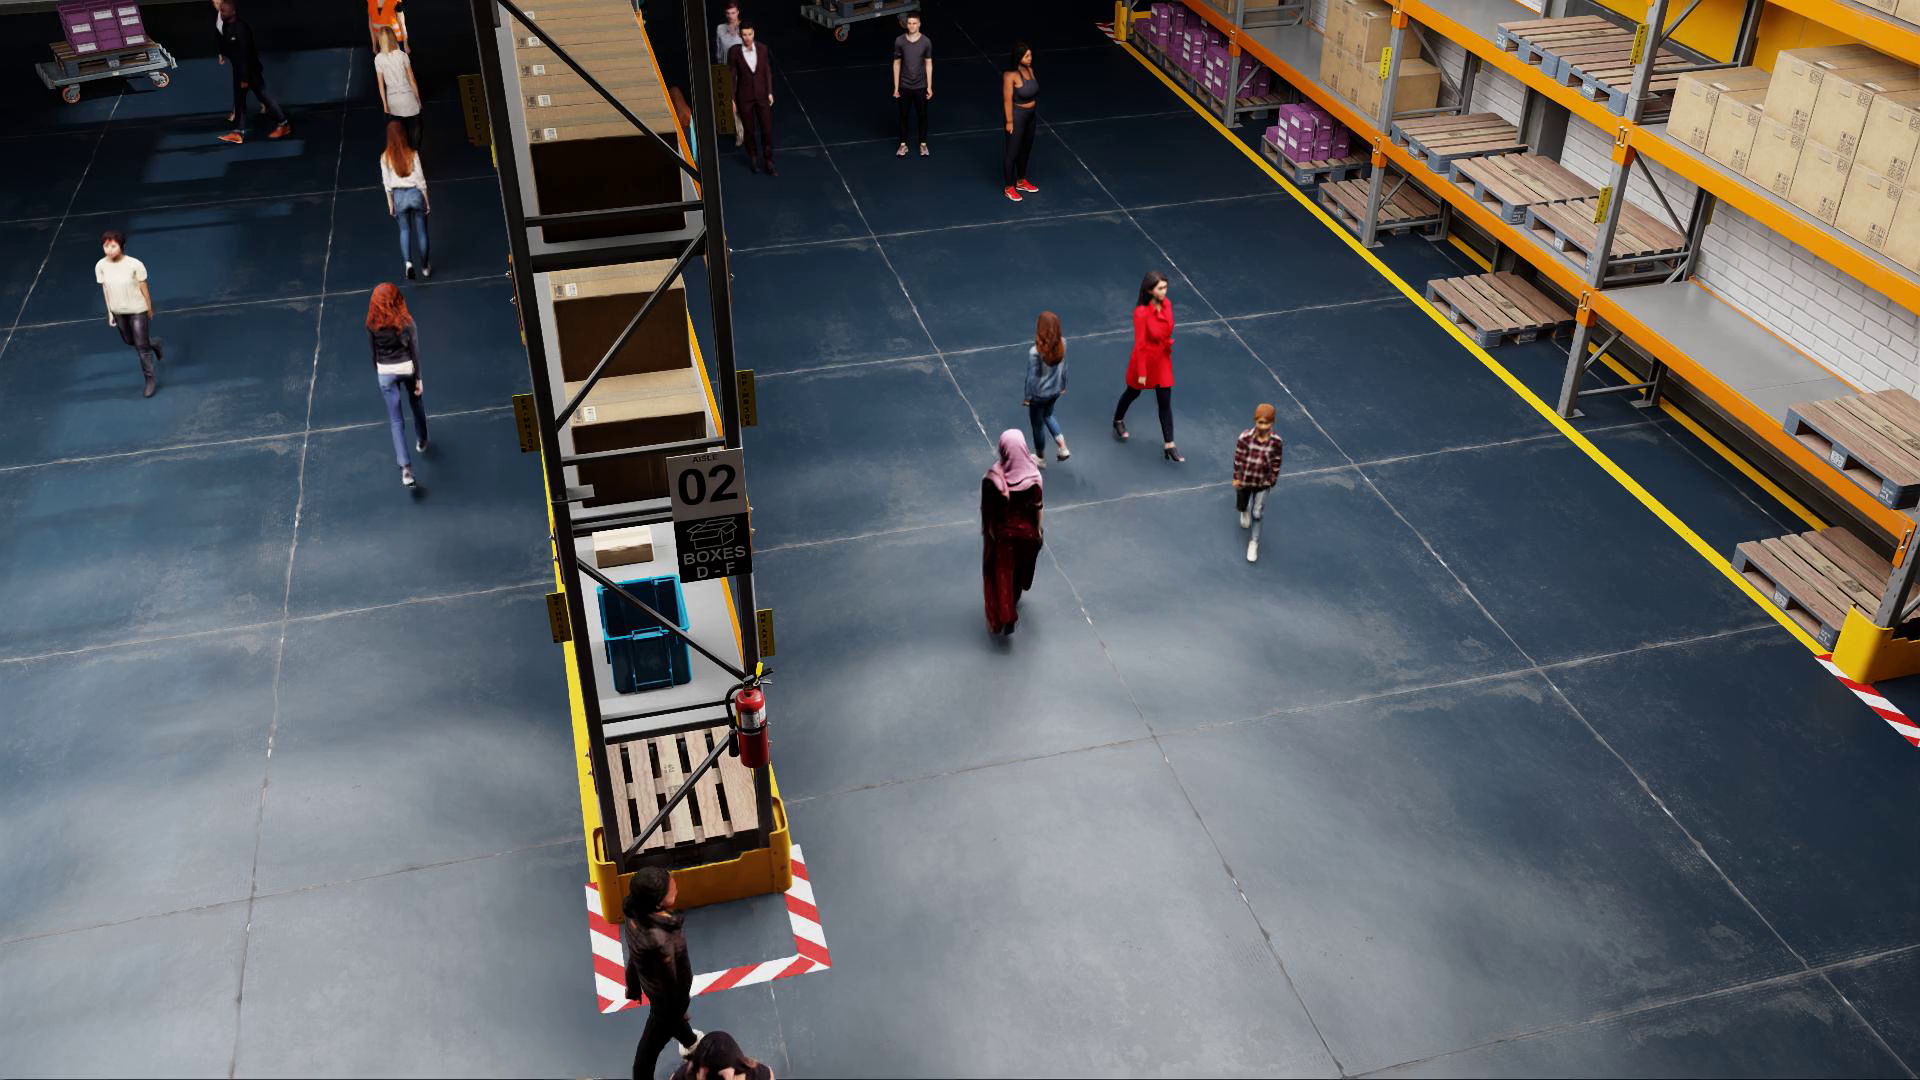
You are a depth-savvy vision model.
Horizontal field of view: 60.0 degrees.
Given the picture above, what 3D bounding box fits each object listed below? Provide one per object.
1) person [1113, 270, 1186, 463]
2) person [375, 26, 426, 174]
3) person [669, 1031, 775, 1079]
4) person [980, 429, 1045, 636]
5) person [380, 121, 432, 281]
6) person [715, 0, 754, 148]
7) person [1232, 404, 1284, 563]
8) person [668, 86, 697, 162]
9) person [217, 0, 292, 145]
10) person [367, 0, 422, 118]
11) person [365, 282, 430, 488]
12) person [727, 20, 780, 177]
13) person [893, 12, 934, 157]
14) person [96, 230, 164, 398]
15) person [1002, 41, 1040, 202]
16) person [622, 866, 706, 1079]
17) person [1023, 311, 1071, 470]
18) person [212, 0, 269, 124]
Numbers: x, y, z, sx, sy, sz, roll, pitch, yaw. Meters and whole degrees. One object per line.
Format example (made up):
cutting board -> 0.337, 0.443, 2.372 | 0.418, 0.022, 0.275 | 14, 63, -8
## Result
person -> 1.574, -1.531, 14.425 | 0.939, 1.696, 1.183 | -25, 41, -33
person -> -6.641, -5.168, 19.790 | 0.667, 1.815, 0.803 | -3, 34, -5
person -> -1.106, 2.841, 7.848 | 0.795, 1.695, 0.919 | 1, 34, 2
person -> 0.382, -0.036, 12.258 | 0.784, 1.606, 1.071 | -2, 34, -3
person -> -5.763, -3.511, 17.384 | 0.634, 1.719, 0.872 | -5, 34, -7
person -> -2.772, -5.853, 20.807 | 0.768, 1.830, 0.802 | 6, 34, 9
person -> 2.352, -0.528, 13.285 | 0.770, 1.288, 0.944 | 7, 34, 11
person -> -3.208, -4.376, 18.916 | 0.612, 1.464, 0.938 | -7, 34, -10
person -> -8.856, -5.875, 20.895 | 1.147, 1.770, 1.216 | -29, 43, -36
person -> -7.427, -6.565, 21.853 | 1.017, 1.859, 1.178 | 10, 35, 14
person -> -4.730, -1.278, 14.011 | 0.578, 1.734, 1.248 | -8, 34, -12
person -> -2.522, -5.367, 20.061 | 0.731, 1.847, 0.851 | -10, 35, -14
person -> -0.574, -5.622, 20.519 | 0.698, 1.764, 0.647 | 1, 34, 1
person -> -7.699, -2.155, 15.480 | 0.757, 1.568, 1.008 | 0, 34, 0
person -> 0.695, -4.916, 19.410 | 0.807, 1.816, 0.769 | 23, 40, 30
person -> -1.418, 2.300, 8.703 | 0.927, 1.651, 0.801 | 21, 39, 29
person -> 0.776, -1.244, 14.201 | 0.715, 1.466, 0.784 | -28, 42, -35
person -> -9.326, -6.303, 21.639 | 1.012, 1.659, 1.076 | 18, 37, 25
